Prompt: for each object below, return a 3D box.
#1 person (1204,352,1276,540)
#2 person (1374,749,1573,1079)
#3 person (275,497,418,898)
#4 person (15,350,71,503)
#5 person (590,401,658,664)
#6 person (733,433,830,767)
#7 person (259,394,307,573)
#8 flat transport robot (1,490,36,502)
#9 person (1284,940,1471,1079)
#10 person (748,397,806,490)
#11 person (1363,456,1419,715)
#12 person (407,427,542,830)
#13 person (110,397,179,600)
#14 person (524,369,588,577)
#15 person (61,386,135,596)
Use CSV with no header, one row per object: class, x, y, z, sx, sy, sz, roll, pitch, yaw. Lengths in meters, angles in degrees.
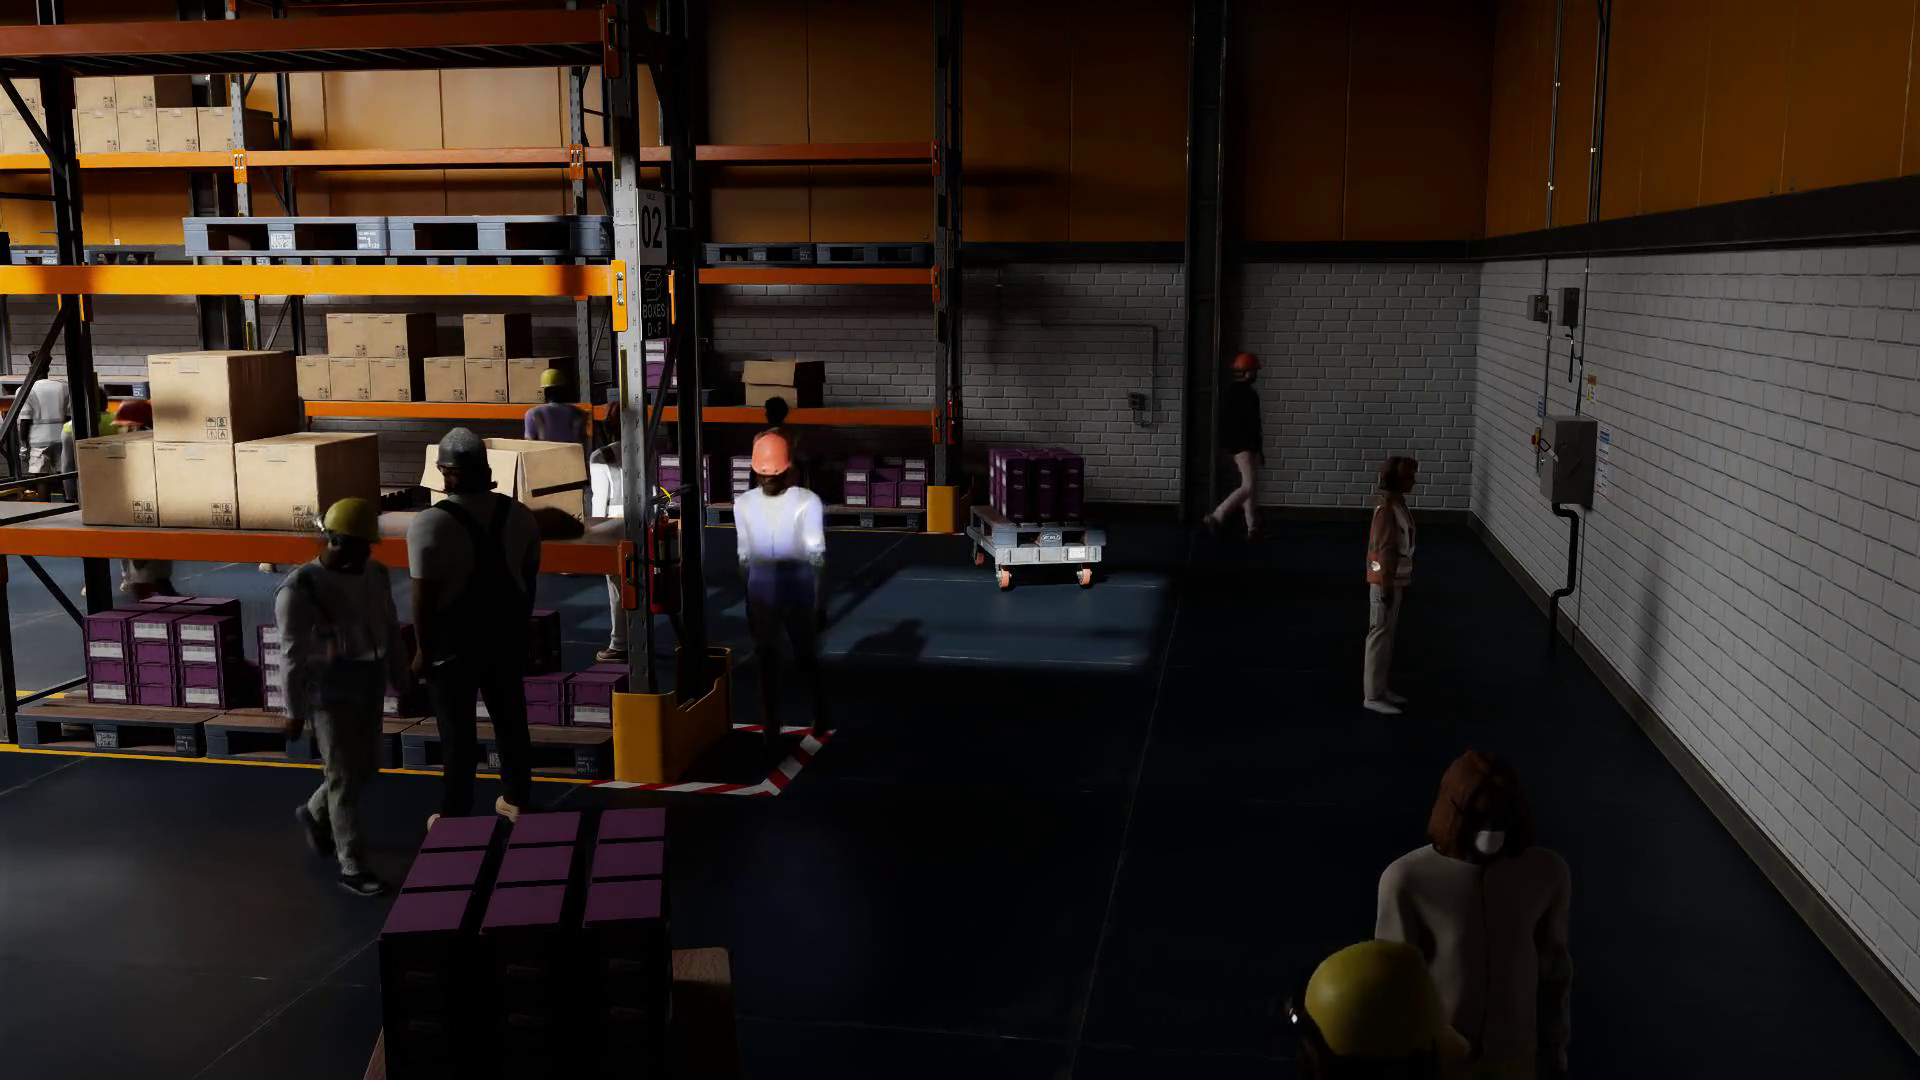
person,2.926,-0.960,17.246,0.814,1.972,0.643,-2,9,-10
person,1.294,1.314,4.224,0.512,1.622,0.289,-1,9,-4
person,-2.862,0.684,7.618,0.759,1.792,0.598,4,10,26
person,-9.834,-1.064,17.921,0.367,1.966,0.607,6,11,32
person,-2.410,-0.055,11.913,0.356,1.883,0.574,7,12,38
person,-0.999,0.304,9.638,0.563,1.904,0.788,2,9,10
person,-6.385,-0.712,15.490,0.605,2.045,0.379,-6,11,-32
flat transport robot,-11.547,-0.501,19.668,0.652,0.197,1.431,-2,9,-9
person,0.611,1.491,2.755,0.730,1.747,0.539,2,9,10
person,-1.693,-0.485,15.295,0.549,1.646,0.865,-8,12,-42
person,2.742,0.279,10.602,0.311,1.636,0.523,4,10,21
person,-2.457,0.450,8.291,0.538,2.000,0.681,9,13,44
person,-5.705,-0.040,11.690,0.390,1.941,0.553,-1,9,-8
person,-3.766,-0.629,15.387,0.624,1.901,0.755,-6,11,-31
person,-7.395,-0.420,14.344,0.631,1.836,0.429,-9,13,-44
